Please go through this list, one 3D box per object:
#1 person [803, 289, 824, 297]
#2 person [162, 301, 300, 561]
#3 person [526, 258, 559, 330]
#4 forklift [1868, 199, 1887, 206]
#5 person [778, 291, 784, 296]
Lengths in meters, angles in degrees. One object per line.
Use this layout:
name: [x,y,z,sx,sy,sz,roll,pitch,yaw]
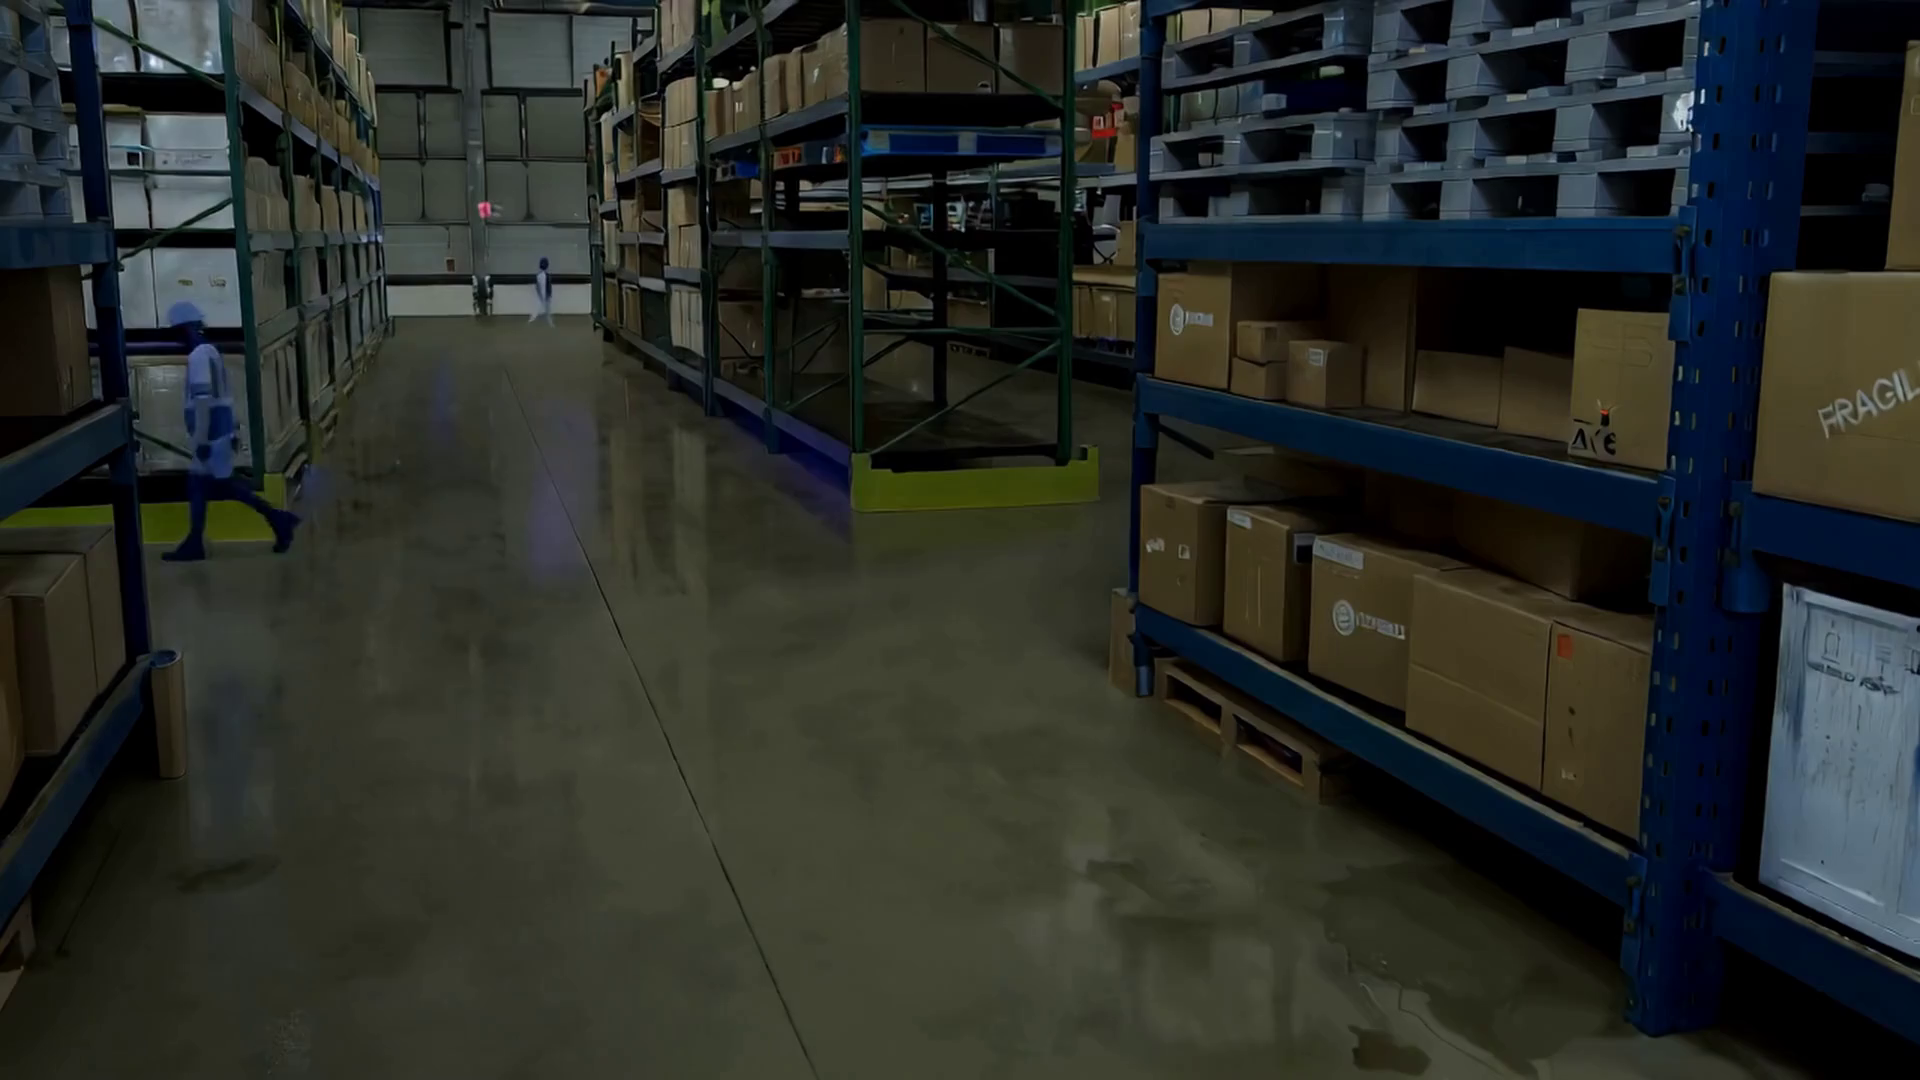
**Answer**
person: [-3.376,-5.420,37.371,0.651,1.934,0.439,-1,10,-6]
person: [-5.374,-0.794,12.157,0.901,1.893,0.599,-3,11,-16]
person: [-10.498,-6.161,41.741,0.697,1.827,0.636,-1,10,-8]
forklift: [11.338,-2.915,21.052,1.129,2.768,1.873,-3,11,-17]
person: [-3.527,-4.568,33.338,0.516,1.684,0.826,0,10,-1]
